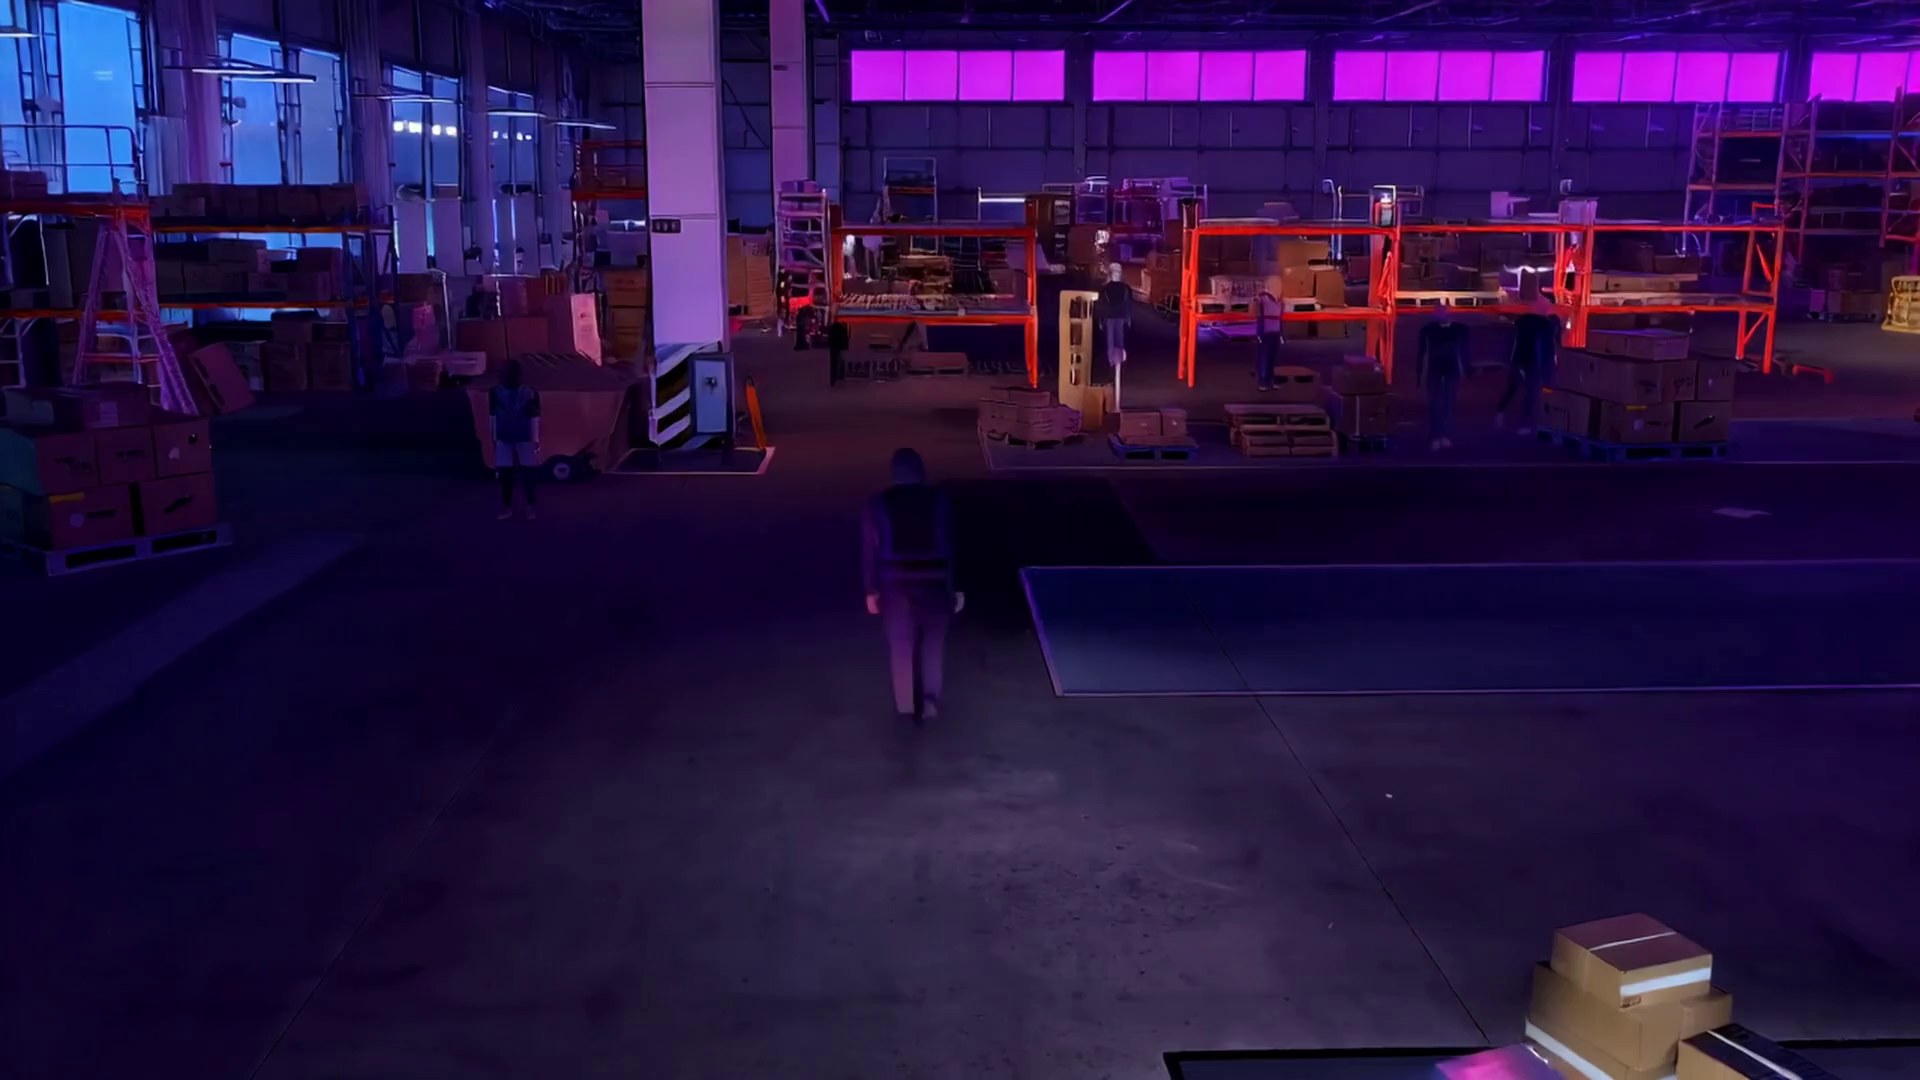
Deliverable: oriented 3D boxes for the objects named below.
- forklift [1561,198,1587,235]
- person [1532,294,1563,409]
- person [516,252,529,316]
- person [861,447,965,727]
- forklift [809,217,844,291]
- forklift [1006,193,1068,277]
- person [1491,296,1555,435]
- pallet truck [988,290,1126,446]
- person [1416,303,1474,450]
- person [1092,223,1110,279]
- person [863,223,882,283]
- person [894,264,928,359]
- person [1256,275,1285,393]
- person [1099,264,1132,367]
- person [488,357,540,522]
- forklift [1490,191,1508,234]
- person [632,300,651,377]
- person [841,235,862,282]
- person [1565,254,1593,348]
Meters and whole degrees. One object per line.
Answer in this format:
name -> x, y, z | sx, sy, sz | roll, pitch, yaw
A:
forklift -> 17.204, -8.212, 46.797 | 1.873, 2.768, 1.129 | 0, 12, -2
person -> 8.819, -2.837, 25.116 | 0.493, 1.743, 0.295 | 5, 13, 20
person -> -10.724, -6.242, 40.755 | 0.313, 1.633, 0.521 | -6, 14, -24
person -> -0.307, 0.310, 10.727 | 0.667, 1.821, 0.433 | -1, 13, -3
forklift -> -4.375, -8.619, 48.637 | 1.873, 2.768, 1.129 | 0, 12, -2
forklift -> 2.577, -10.280, 56.133 | 1.873, 2.768, 1.129 | -7, 14, -29
person -> 7.669, -2.355, 22.572 | 0.704, 1.905, 0.662 | -8, 15, -31
pallet truck -> 1.257, -2.299, 22.111 | 1.885, 1.965, 0.823 | -9, 15, -35
person -> 6.266, -2.107, 21.490 | 0.719, 1.887, 0.870 | 3, 13, 14
person -> 4.793, -9.694, 55.788 | 0.855, 1.870, 0.613 | -7, 14, -29
person -> -2.834, -9.280, 53.766 | 0.630, 1.940, 0.372 | -6, 14, -25
person -> -0.887, -4.384, 31.957 | 0.861, 1.819, 0.519 | -10, 16, -39
person -> 5.045, -3.357, 27.082 | 0.587, 1.913, 0.391 | -10, 16, -38
person -> 2.837, -4.090, 30.418 | 0.593, 1.906, 0.782 | 1, 13, 5
person -> -4.560, -1.022, 17.025 | 0.535, 1.699, 0.318 | 0, 12, 2
forklift -> 20.303, -11.776, 62.890 | 1.873, 2.768, 1.129 | 0, 12, -2
person -> -5.298, -3.784, 29.063 | 0.962, 1.901, 0.559 | -6, 14, -25
person -> -3.597, -9.346, 54.299 | 0.597, 1.828, 1.007 | -10, 16, -39
person -> 12.295, -4.730, 33.157 | 0.617, 1.963, 0.361 | -7, 14, -27
